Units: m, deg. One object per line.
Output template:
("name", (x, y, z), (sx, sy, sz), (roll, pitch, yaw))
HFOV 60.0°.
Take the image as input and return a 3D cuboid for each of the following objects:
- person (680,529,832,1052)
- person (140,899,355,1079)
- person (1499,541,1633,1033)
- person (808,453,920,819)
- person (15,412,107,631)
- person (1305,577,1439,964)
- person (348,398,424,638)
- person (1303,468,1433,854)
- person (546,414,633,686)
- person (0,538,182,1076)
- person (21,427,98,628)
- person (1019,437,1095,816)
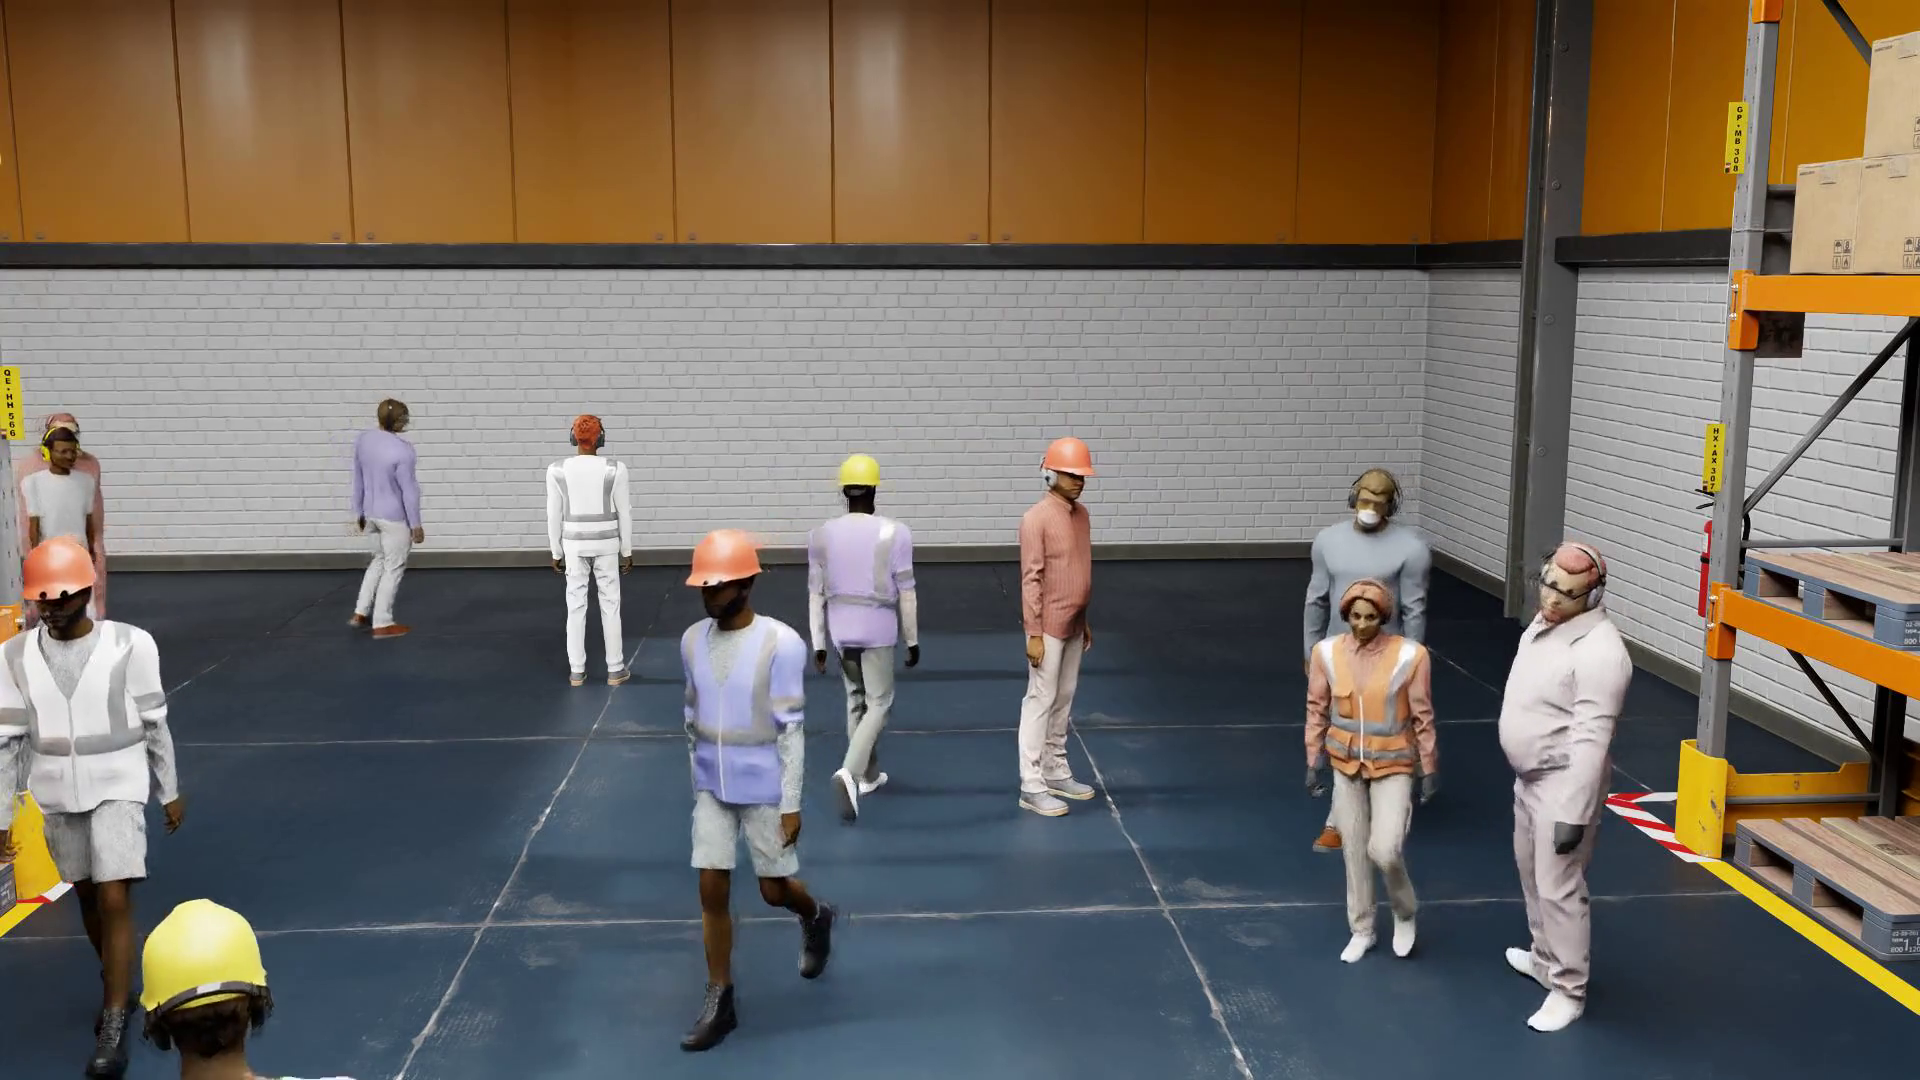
("person", (-0.774, 0.888, 6.267), (0.547, 1.920, 0.775), (4, 10, 24))
("person", (-1.329, 1.484, 3.048), (0.551, 1.736, 0.725), (-4, 10, -23))
("person", (2.221, 0.910, 6.301), (0.400, 1.879, 0.786), (0, 9, 1))
("person", (-0.543, 0.494, 8.797), (0.591, 1.903, 0.829), (4, 10, 21))
("person", (-6.452, 0.014, 11.915), (0.810, 1.879, 0.646), (4, 10, 25))
("person", (1.669, 0.948, 6.796), (0.535, 1.622, 0.370), (6, 11, 35))
("person", (-4.470, -0.162, 12.954), (0.730, 1.899, 0.425), (7, 11, 36))
("person", (2.068, 0.564, 8.388), (0.648, 1.902, 0.908), (8, 12, 40))
("person", (-2.543, 0.074, 11.486), (0.576, 1.883, 0.354), (-1, 9, -4))
("person", (-3.155, 0.947, 5.927), (0.578, 1.899, 0.893), (-2, 9, -10))
("person", (-6.092, 0.136, 11.269), (0.823, 1.835, 0.493), (7, 12, 38))
("person", (0.534, 0.460, 8.820), (0.394, 1.959, 0.618), (6, 11, 31))
